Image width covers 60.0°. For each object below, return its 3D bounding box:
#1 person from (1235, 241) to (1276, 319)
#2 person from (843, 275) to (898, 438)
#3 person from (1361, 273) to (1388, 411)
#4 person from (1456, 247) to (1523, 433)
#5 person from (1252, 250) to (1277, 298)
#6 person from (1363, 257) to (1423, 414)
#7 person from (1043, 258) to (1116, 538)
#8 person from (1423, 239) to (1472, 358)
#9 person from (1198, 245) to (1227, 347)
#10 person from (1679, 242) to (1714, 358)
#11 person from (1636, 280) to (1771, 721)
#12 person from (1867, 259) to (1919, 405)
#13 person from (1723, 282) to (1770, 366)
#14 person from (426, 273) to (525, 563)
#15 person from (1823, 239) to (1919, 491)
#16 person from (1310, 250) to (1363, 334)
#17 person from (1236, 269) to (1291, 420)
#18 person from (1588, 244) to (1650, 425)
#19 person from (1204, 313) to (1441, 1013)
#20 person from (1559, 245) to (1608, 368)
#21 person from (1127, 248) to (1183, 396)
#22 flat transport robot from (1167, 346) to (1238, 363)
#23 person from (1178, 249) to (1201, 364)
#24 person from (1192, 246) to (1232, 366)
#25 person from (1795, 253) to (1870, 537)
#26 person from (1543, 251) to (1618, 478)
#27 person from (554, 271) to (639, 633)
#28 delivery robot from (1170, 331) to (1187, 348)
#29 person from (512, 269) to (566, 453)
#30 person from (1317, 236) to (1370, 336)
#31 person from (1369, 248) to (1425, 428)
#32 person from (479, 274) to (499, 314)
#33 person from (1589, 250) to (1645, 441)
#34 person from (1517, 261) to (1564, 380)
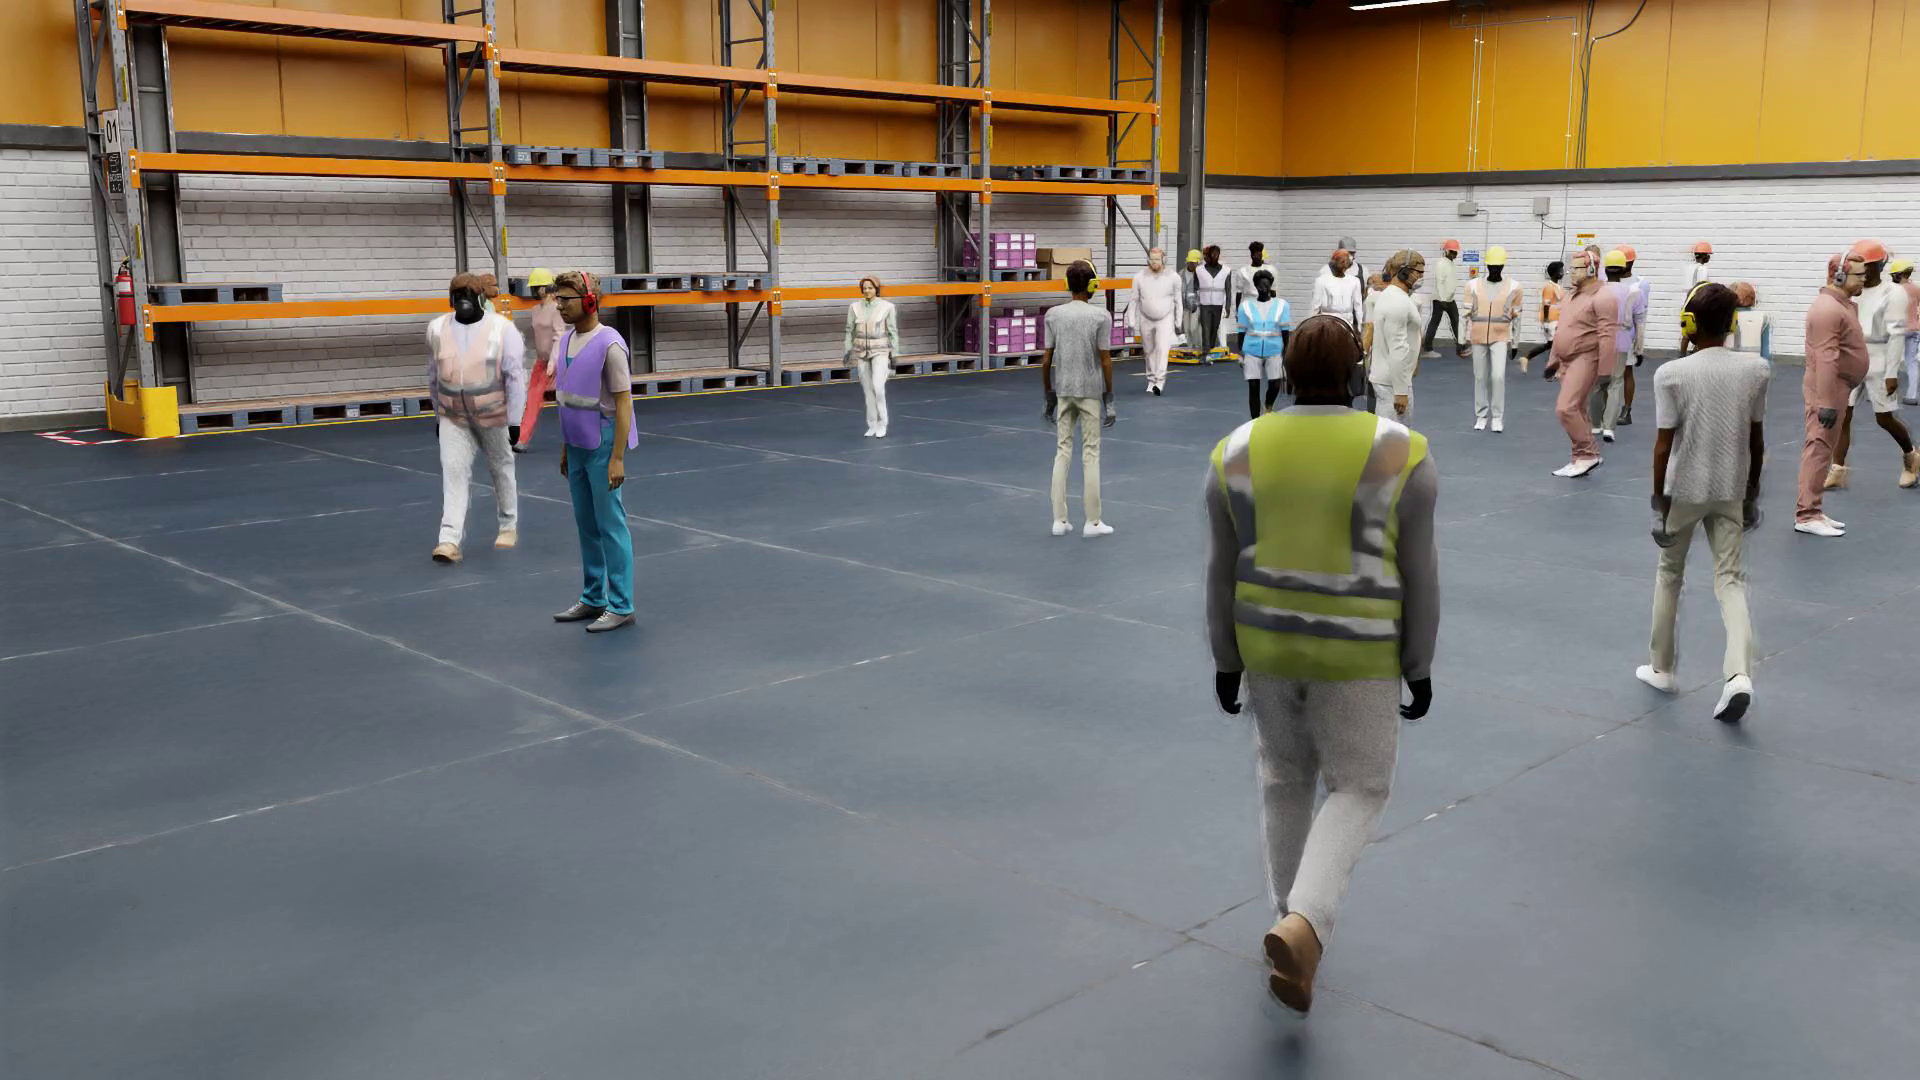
[{"bbox_3d":[4.334,-3.429,24.508,0.618,1.943,0.704,-1,10,-8],"label":"person"},{"bbox_3d":[-0.906,-1.825,16.631,0.528,1.622,0.519,5,11,24],"label":"person"},{"bbox_3d":[4.449,-2.048,17.845,0.375,1.617,0.520,-5,12,-27],"label":"person"},{"bbox_3d":[5.447,-2.056,17.151,0.614,1.899,0.771,5,11,23],"label":"person"},{"bbox_3d":[5.002,-3.971,27.862,0.723,1.787,0.634,-4,11,-19],"label":"person"},{"bbox_3d":[3.854,-1.621,14.969,0.549,1.821,0.730,1,10,3],"label":"person"},{"bbox_3d":[0.805,-0.949,11.191,0.531,1.869,0.312,6,12,28],"label":"person"},{"bbox_3d":[8.094,-3.950,27.348,0.996,1.941,0.635,10,14,44],"label":"person"},{"bbox_3d":[4.202,-4.036,28.080,0.891,1.838,0.591,10,14,43],"label":"person"},{"bbox_3d":[11.272,-3.578,25.384,0.523,1.916,0.586,0,10,-2],"label":"person"},{"bbox_3d":[3.193,-0.177,7.076,0.528,1.840,0.900,1,10,5],"label":"person"},{"bbox_3d":[11.278,-2.489,19.971,0.531,1.733,0.671,-4,11,-19],"label":"person"},{"bbox_3d":[6.725,-1.441,14.546,0.551,1.607,0.724,-3,11,-16],"label":"person"},{"bbox_3d":[-3.038,-0.772,10.455,0.648,1.786,0.973,0,10,2],"label":"person"},{"bbox_3d":[7.272,-1.378,13.181,0.969,2.005,0.638,-3,11,-18],"label":"person"},{"bbox_3d":[4.519,-2.509,19.769,0.628,1.834,0.956,-3,11,-15],"label":"person"},{"bbox_3d":[3.047,-1.882,16.760,0.551,1.683,0.474,2,11,9],"label":"person"},{"bbox_3d":[7.057,-2.192,17.806,0.370,1.928,0.543,-8,13,-36],"label":"person"},{"bbox_3d":[0.928,0.318,4.406,0.623,1.823,0.752,6,12,30],"label":"person"},{"bbox_3d":[9.421,-3.440,24.756,0.637,1.892,1.037,-9,14,-40],"label":"person"},{"bbox_3d":[2.469,-2.772,21.175,0.680,1.849,1.017,3,11,15],"label":"person"},{"bbox_3d":[3.771,-2.960,26.515,0.652,0.197,1.431,9,14,41],"label":"flat transport robot"},{"bbox_3d":[3.641,-3.667,26.199,0.617,1.797,0.427,9,14,40],"label":"person"},{"bbox_3d":[3.931,-3.639,25.895,0.595,1.852,1.015,0,10,-1],"label":"person"},{"bbox_3d":[5.941,-0.985,11.308,0.398,1.904,0.689,6,12,30],"label":"person"},{"bbox_3d":[5.145,-1.455,13.892,0.446,1.891,0.646,-1,10,-3],"label":"person"},{"bbox_3d":[-1.868,-0.454,8.554,0.373,1.843,0.571,-9,14,-40],"label":"person"},{"bbox_3d":[3.341,-3.241,27.018,0.707,0.478,0.477,-5,11,-25],"label":"delivery robot"},{"bbox_3d":[-3.846,-1.648,15.441,0.530,1.708,0.943,8,13,37],"label":"person"},{"bbox_3d":[4.913,-2.886,21.279,0.683,2.000,0.612,-1,10,-4],"label":"person"},{"bbox_3d":[3.051,-1.063,11.633,0.372,1.934,0.627,2,10,8],"label":"person"},{"bbox_3d":[-4.894,-1.992,17.538,0.585,1.610,0.531,-6,12,-30],"label":"person"},{"bbox_3d":[6.475,-1.932,16.548,0.610,1.879,1.003,4,11,22],"label":"person"},{"bbox_3d":[8.272,-3.099,23.438,0.719,1.669,0.538,6,12,31],"label":"person"}]
